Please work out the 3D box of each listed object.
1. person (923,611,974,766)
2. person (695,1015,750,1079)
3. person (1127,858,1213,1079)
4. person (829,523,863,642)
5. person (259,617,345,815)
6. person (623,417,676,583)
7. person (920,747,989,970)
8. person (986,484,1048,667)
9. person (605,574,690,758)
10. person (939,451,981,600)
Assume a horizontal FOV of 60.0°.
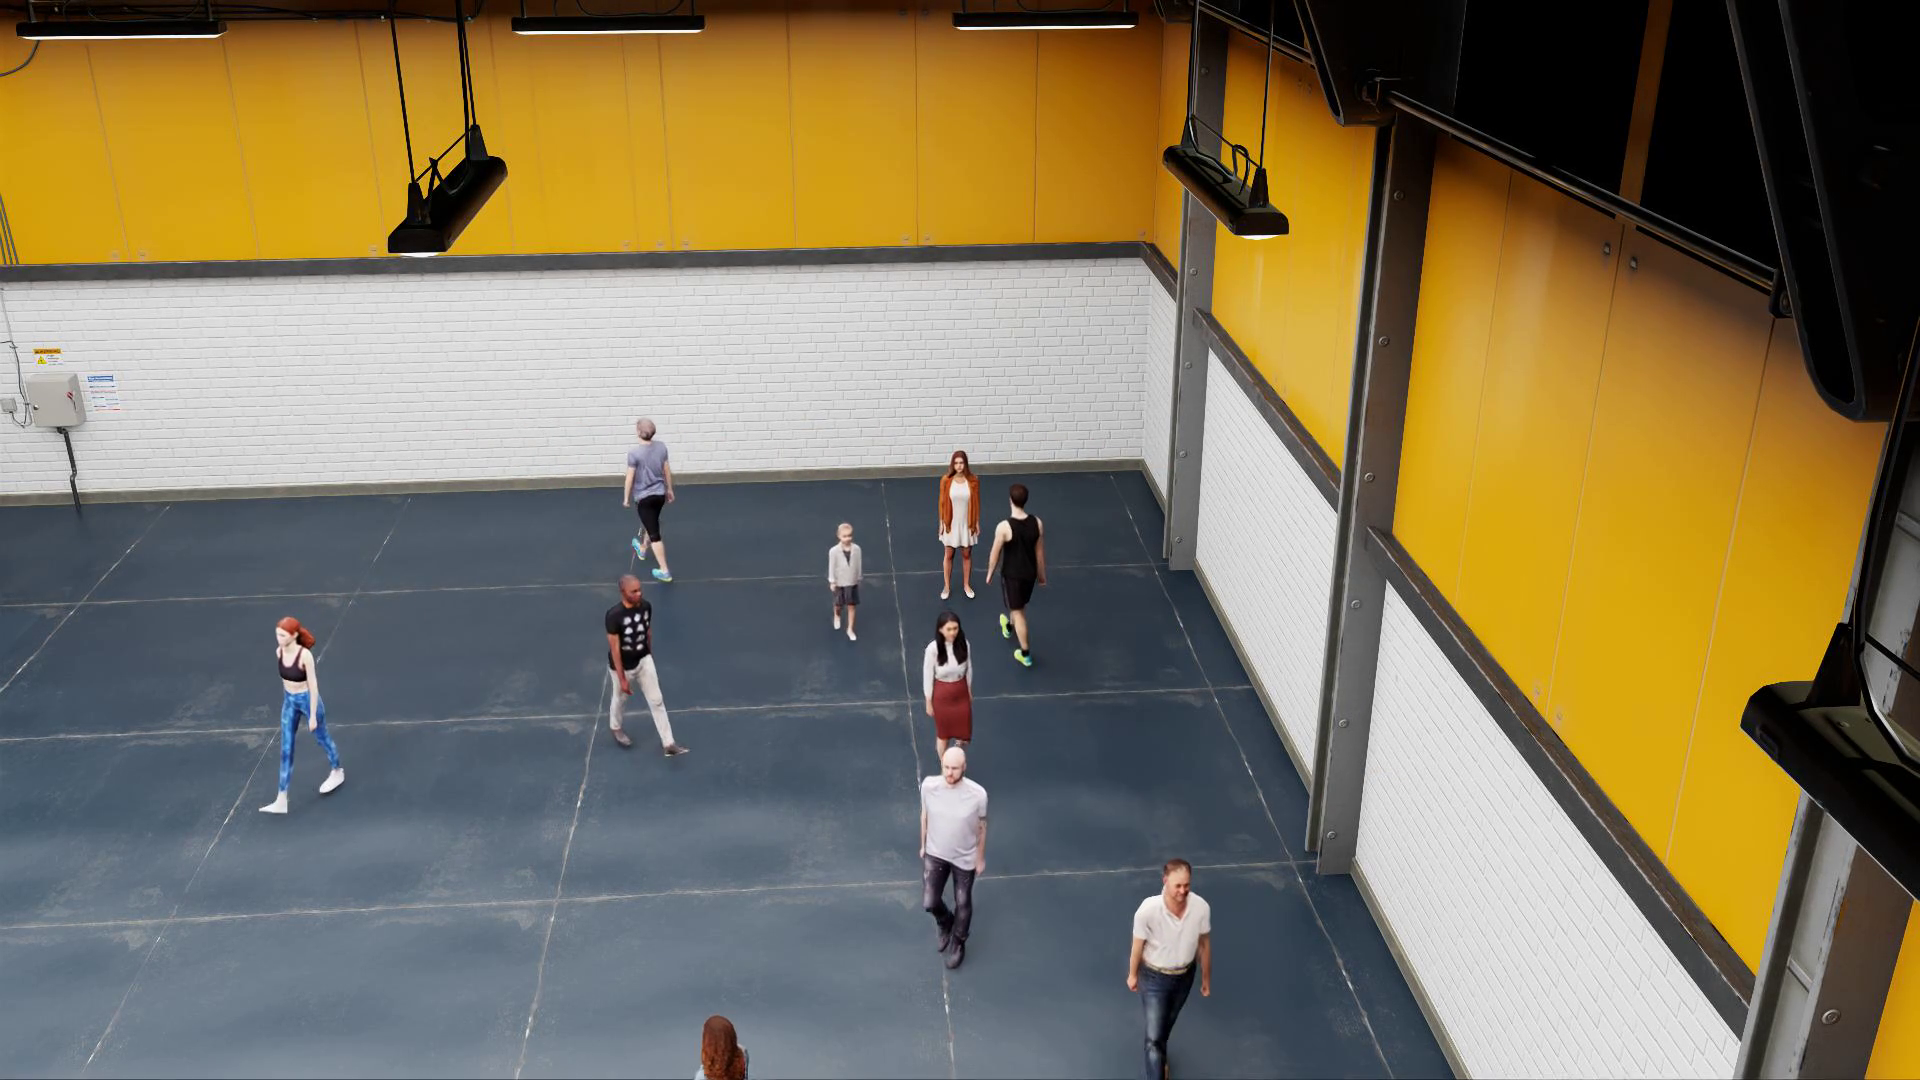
[{"bbox_3d":[-0.119,1.381,14.547,0.689,1.739,0.681,-8,25,-18],"label":"person"},{"bbox_3d":[-1.369,3.519,9.996,0.730,1.467,0.673,19,30,36],"label":"person"},{"bbox_3d":[1.370,2.838,11.104,0.693,1.827,1.037,-2,24,-5],"label":"person"},{"bbox_3d":[-1.207,0.406,17.363,0.578,1.269,0.689,-7,25,-15],"label":"person"},{"bbox_3d":[-5.596,1.452,14.375,0.943,1.747,1.194,9,25,21],"label":"person"},{"bbox_3d":[-3.399,-0.417,18.528,1.126,1.846,1.245,-21,31,-40],"label":"person"},{"bbox_3d":[-0.026,2.293,12.355,0.784,1.824,0.800,6,24,14],"label":"person"},{"bbox_3d":[0.624,0.391,16.665,0.946,1.856,1.190,-10,25,-21],"label":"person"},{"bbox_3d":[-3.041,1.133,15.102,1.136,1.748,1.286,-20,31,-39],"label":"person"},{"bbox_3d":[-0.009,-0.189,18.161,0.600,1.721,0.560,-1,24,-3],"label":"person"}]
